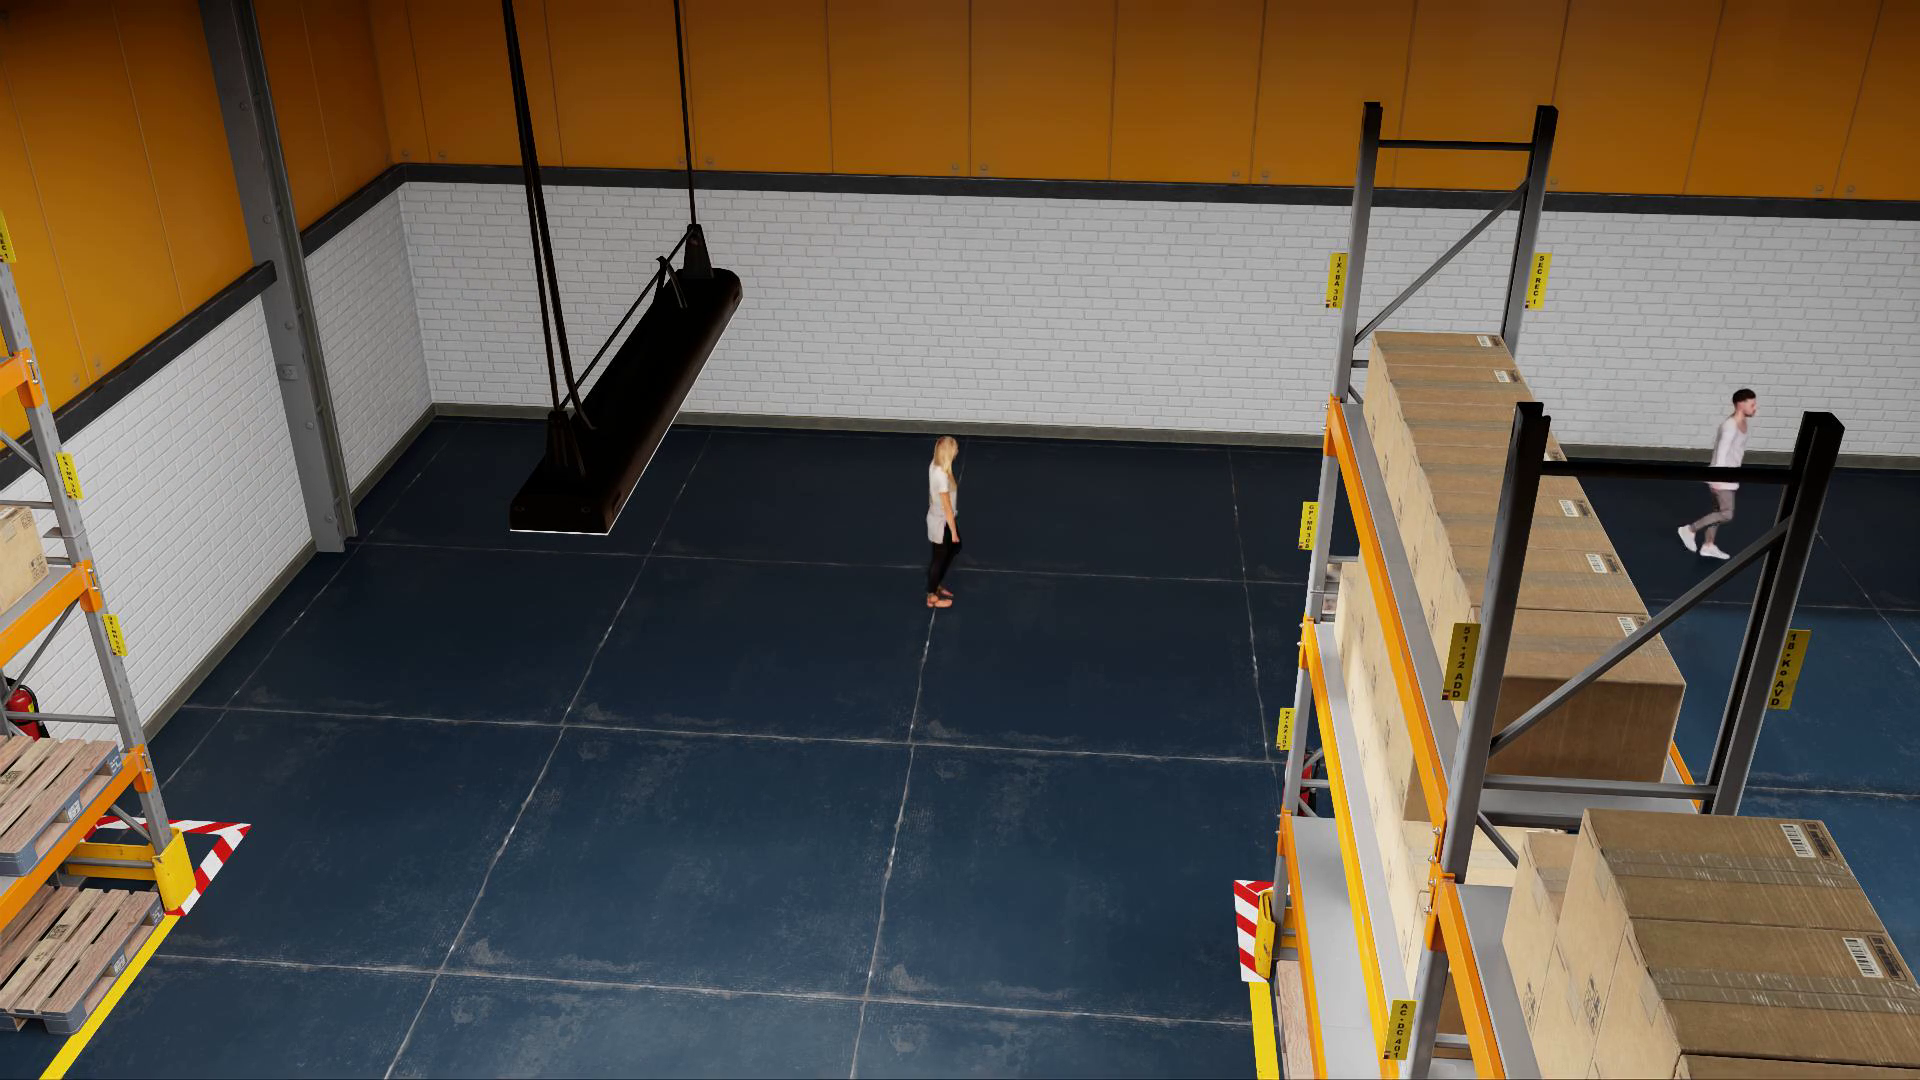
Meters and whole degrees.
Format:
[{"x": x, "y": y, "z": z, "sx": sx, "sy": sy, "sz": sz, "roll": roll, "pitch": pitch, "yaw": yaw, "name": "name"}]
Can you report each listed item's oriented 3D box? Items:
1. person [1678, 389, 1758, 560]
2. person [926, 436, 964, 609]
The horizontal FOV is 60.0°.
[{"x": 7.497, "y": -0.665, "z": 16.454, "sx": 0.926, "sy": 1.833, "sz": 0.866, "roll": 21, "pitch": 35, "yaw": 33, "name": "person"}, {"x": -0.272, "y": -0.137, "z": 15.509, "sx": 0.770, "sy": 1.810, "sz": 0.648, "roll": -7, "pitch": 29, "yaw": -13, "name": "person"}]
